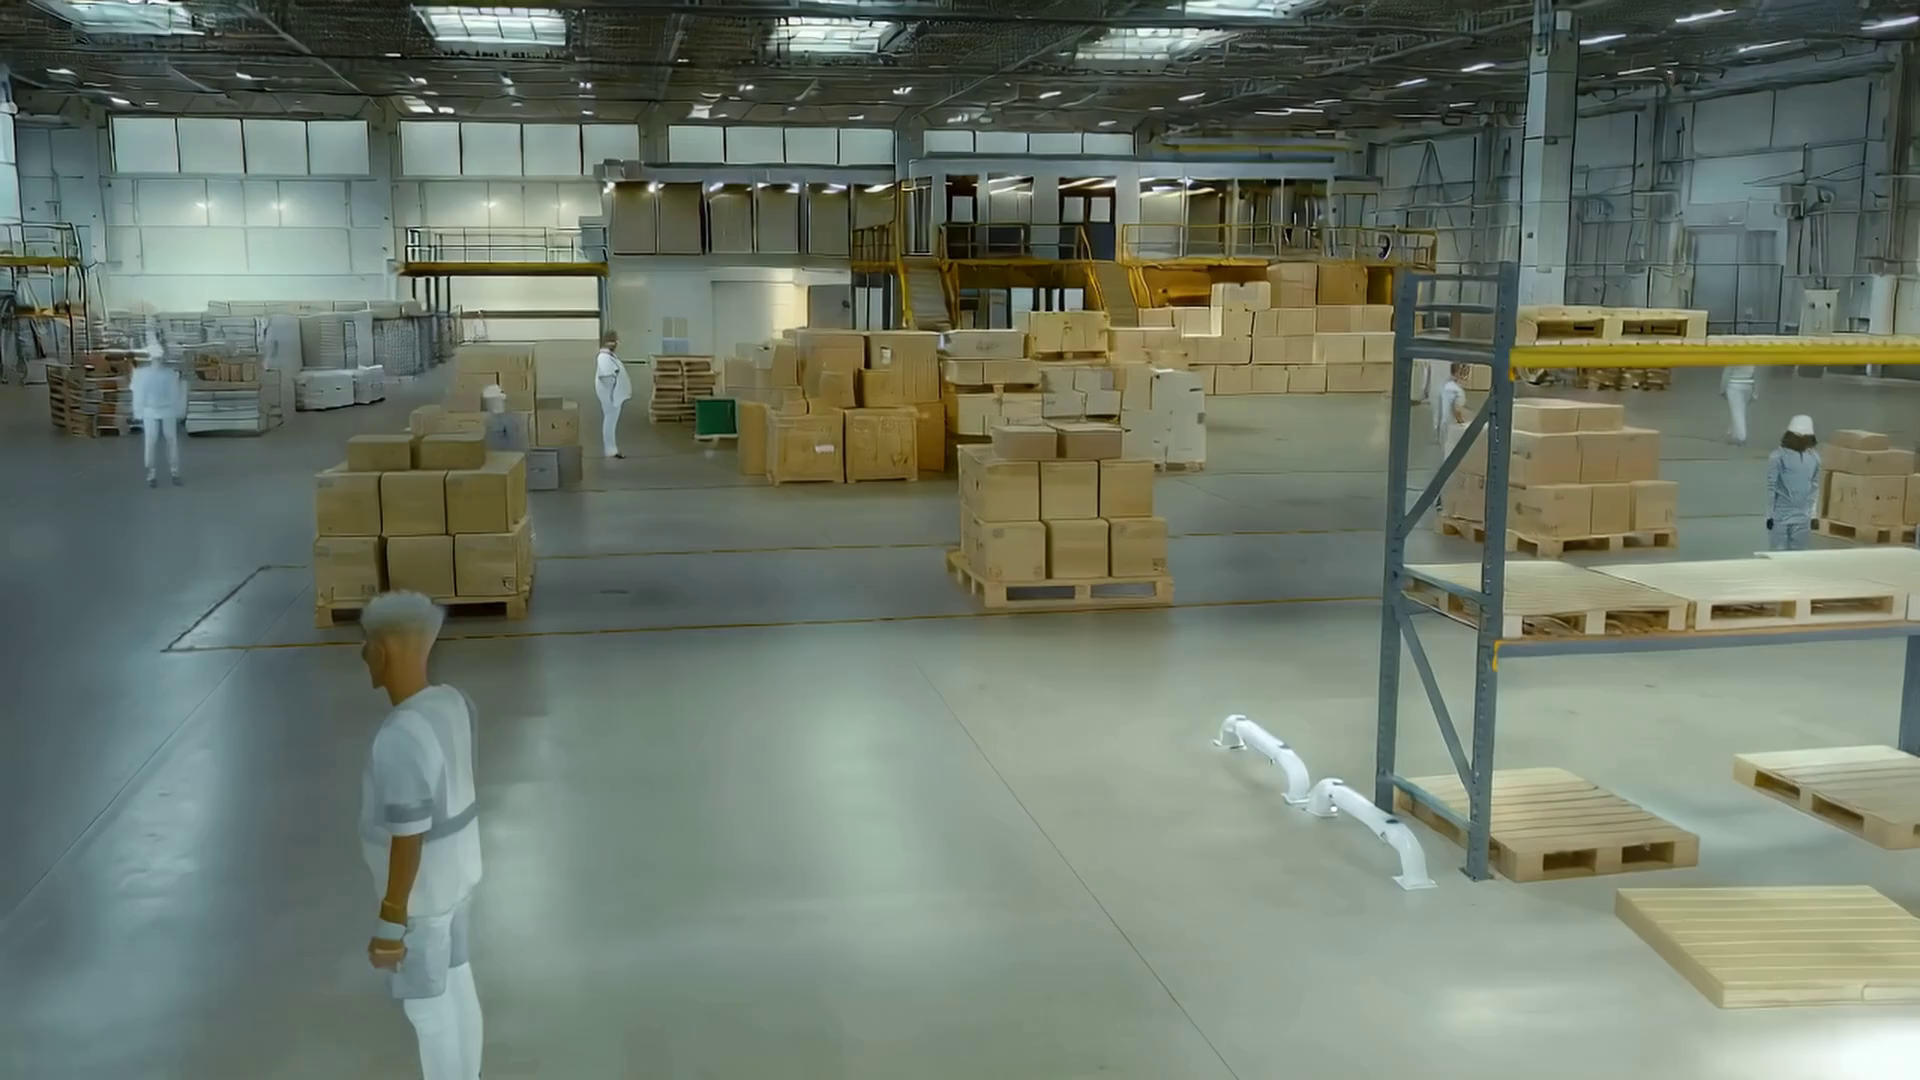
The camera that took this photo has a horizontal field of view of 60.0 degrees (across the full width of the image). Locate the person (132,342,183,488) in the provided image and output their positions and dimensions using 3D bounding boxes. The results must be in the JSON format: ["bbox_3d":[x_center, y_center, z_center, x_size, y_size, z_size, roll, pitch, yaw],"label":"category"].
[{"bbox_3d":[-10.969,-1.712,22.766,0.619,1.989,0.395,-7,12,-37],"label":"person"}]

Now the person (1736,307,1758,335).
[{"bbox_3d":[21.803,-5.526,46.220,0.642,1.921,0.631,-1,9,-6],"label":"person"}]

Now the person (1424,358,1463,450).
[{"bbox_3d":[8.003,-2.449,27.593,0.629,1.898,1.053,4,10,21],"label":"person"}]

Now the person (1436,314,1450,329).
[{"bbox_3d":[14.328,-5.929,48.993,0.632,1.822,0.733,6,11,33],"label":"person"}]

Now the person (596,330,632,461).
[{"bbox_3d":[-5.395,-2.261,25.955,0.537,2.000,0.683,-2,9,-10],"label":"person"}]

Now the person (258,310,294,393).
[{"bbox_3d":[-16.309,-4.454,39.446,0.614,2.017,0.921,5,11,29],"label":"person"}]

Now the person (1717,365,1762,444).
[{"bbox_3d":[13.346,-2.556,28.523,0.616,1.799,0.977,-1,9,-6],"label":"person"}]

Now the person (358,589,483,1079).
[{"bbox_3d":[-1.783,1.131,5.506,0.367,1.967,0.601,0,9,2],"label":"person"}]

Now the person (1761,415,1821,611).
[{"bbox_3d":[7.201,-0.215,14.392,0.484,1.744,0.297,-1,9,-7],"label":"person"}]

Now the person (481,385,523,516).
[{"bbox_3d":[-4.976,-0.829,18.220,0.379,1.721,0.600,-8,12,-39],"label":"person"}]

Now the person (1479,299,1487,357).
[{"bbox_3d":[17.517,-7.120,55.921,0.594,1.924,0.382,3,10,20],"label":"person"}]

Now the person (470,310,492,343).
[{"bbox_3d":[-12.882,-5.254,44.732,0.590,1.867,0.624,-2,10,-12],"label":"person"}]

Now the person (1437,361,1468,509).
[{"bbox_3d":[6.116,-1.289,20.541,0.328,1.876,0.514,-2,9,-9],"label":"person"}]
